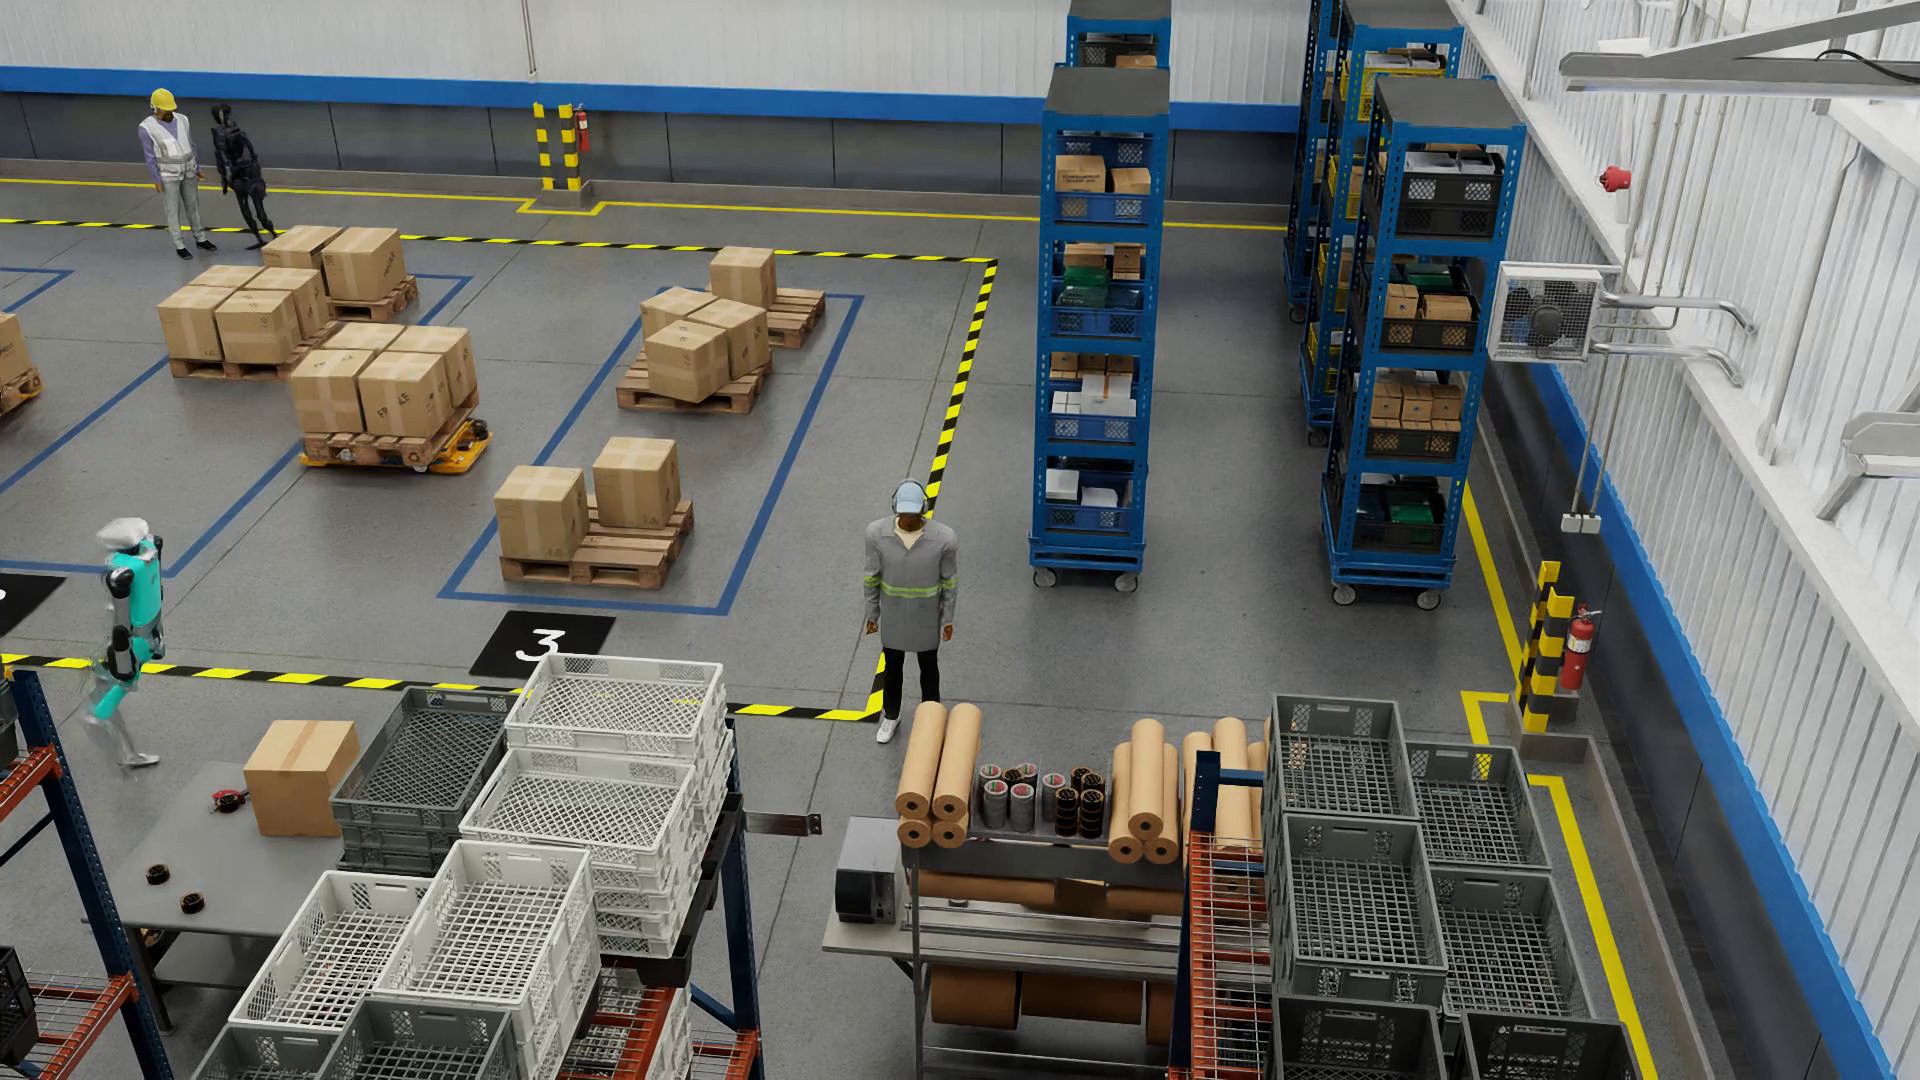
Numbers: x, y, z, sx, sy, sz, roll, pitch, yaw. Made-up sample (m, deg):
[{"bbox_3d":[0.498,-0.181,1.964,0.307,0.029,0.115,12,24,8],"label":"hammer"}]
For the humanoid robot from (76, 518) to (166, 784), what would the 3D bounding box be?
[{"bbox_3d":[-5.117,0.692,10.059,0.824,1.800,0.542,0,30,0],"label":"humanoid robot"}]

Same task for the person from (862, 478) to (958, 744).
[{"bbox_3d":[-0.310,0.454,10.319,0.589,1.852,0.365,2,30,4],"label":"person"}]

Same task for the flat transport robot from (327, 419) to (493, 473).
[{"bbox_3d":[-4.765,-0.833,14.076,1.431,0.197,0.652,3,30,6],"label":"flat transport robot"}]

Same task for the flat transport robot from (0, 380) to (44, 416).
[{"bbox_3d":[-8.780,-1.136,14.597,0.652,0.197,1.431,3,30,6],"label":"flat transport robot"}]

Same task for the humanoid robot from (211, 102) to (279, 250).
[{"bbox_3d":[-7.746,-3.941,18.038,0.604,1.640,0.407,11,32,19],"label":"humanoid robot"}]

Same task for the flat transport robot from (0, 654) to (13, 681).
[{"bbox_3d":[-7.142,0.969,11.010,1.431,0.231,0.659,3,30,6],"label":"flat transport robot"}]

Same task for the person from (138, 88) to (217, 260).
[{"bbox_3d":[-8.430,-3.955,17.921,0.403,1.823,0.588,19,35,29],"label":"person"}]
